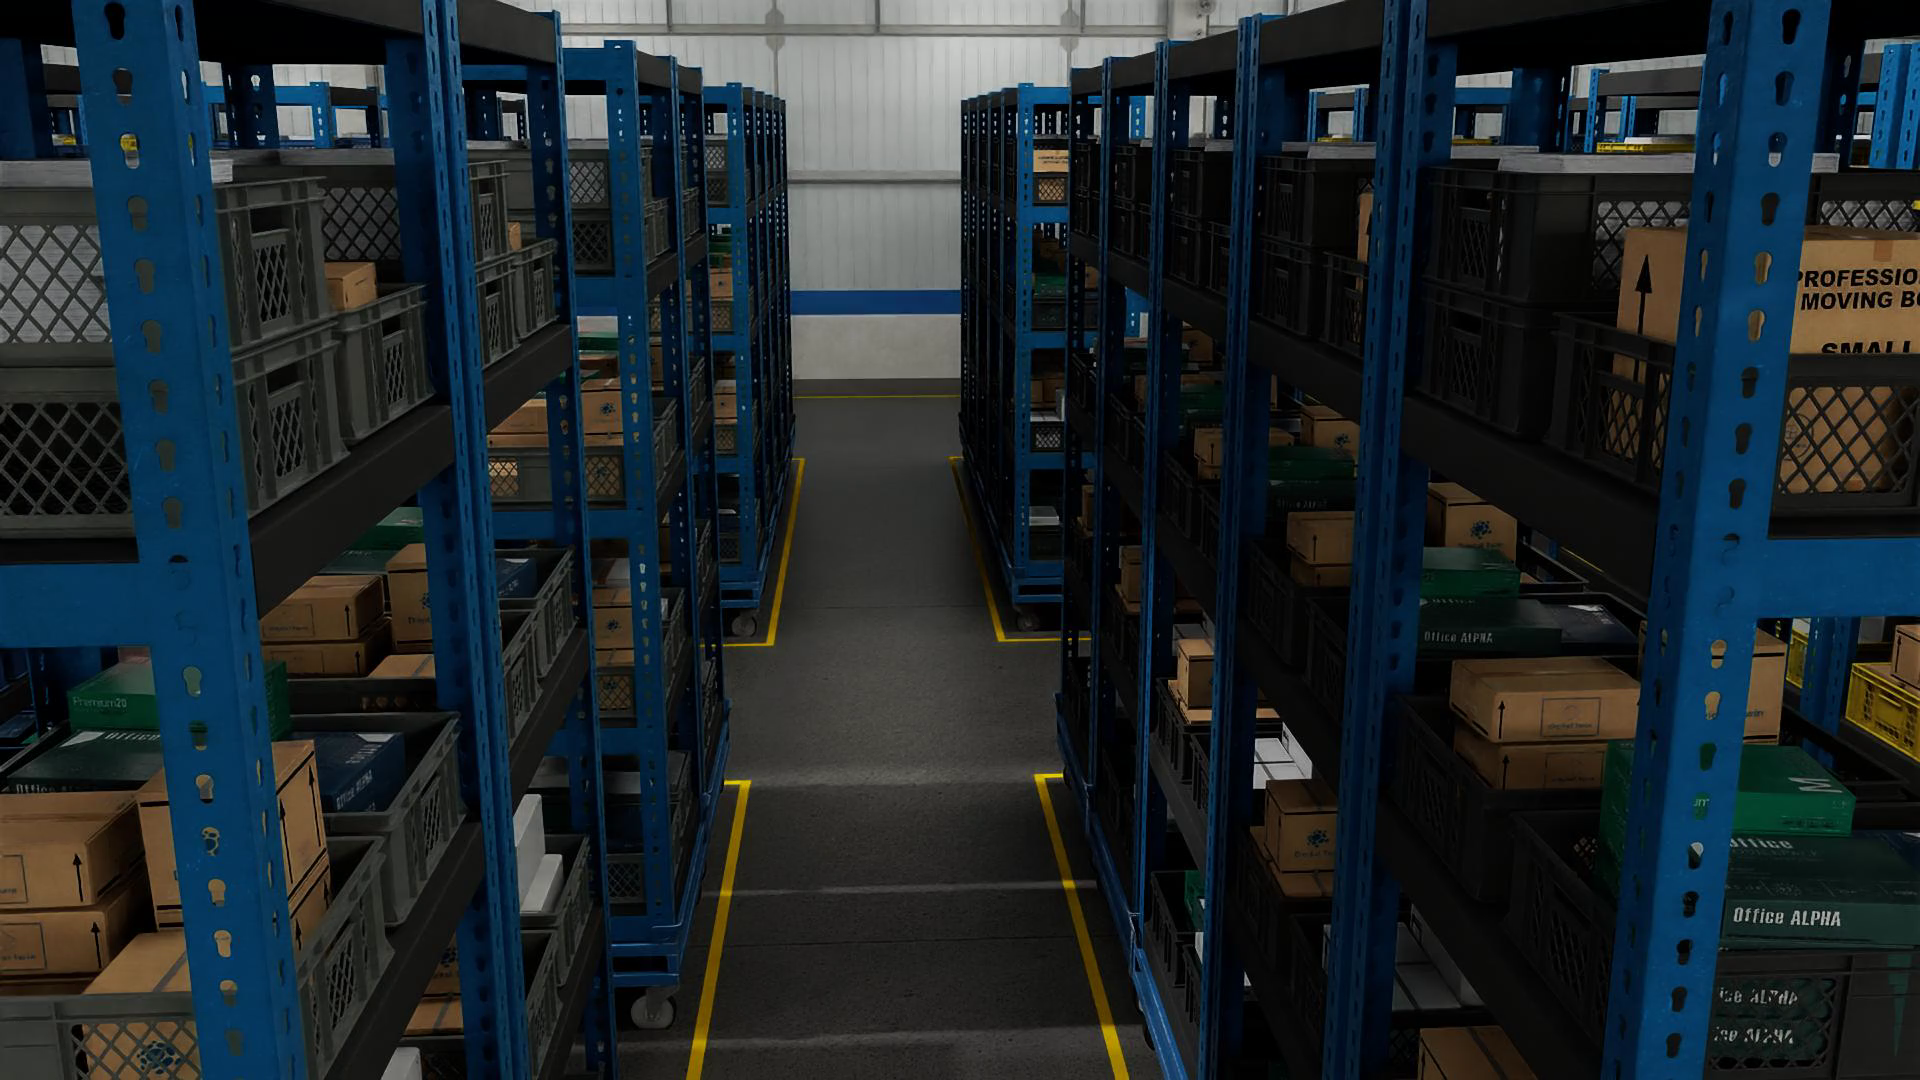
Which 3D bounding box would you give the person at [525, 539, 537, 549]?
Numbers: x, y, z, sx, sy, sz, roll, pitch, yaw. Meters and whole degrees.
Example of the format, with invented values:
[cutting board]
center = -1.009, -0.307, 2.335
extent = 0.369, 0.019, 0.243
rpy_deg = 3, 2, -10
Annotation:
[person]
center = -2.635, -0.208, 10.479
extent = 0.376, 1.995, 0.609
rpy_deg = -1, 14, -4
